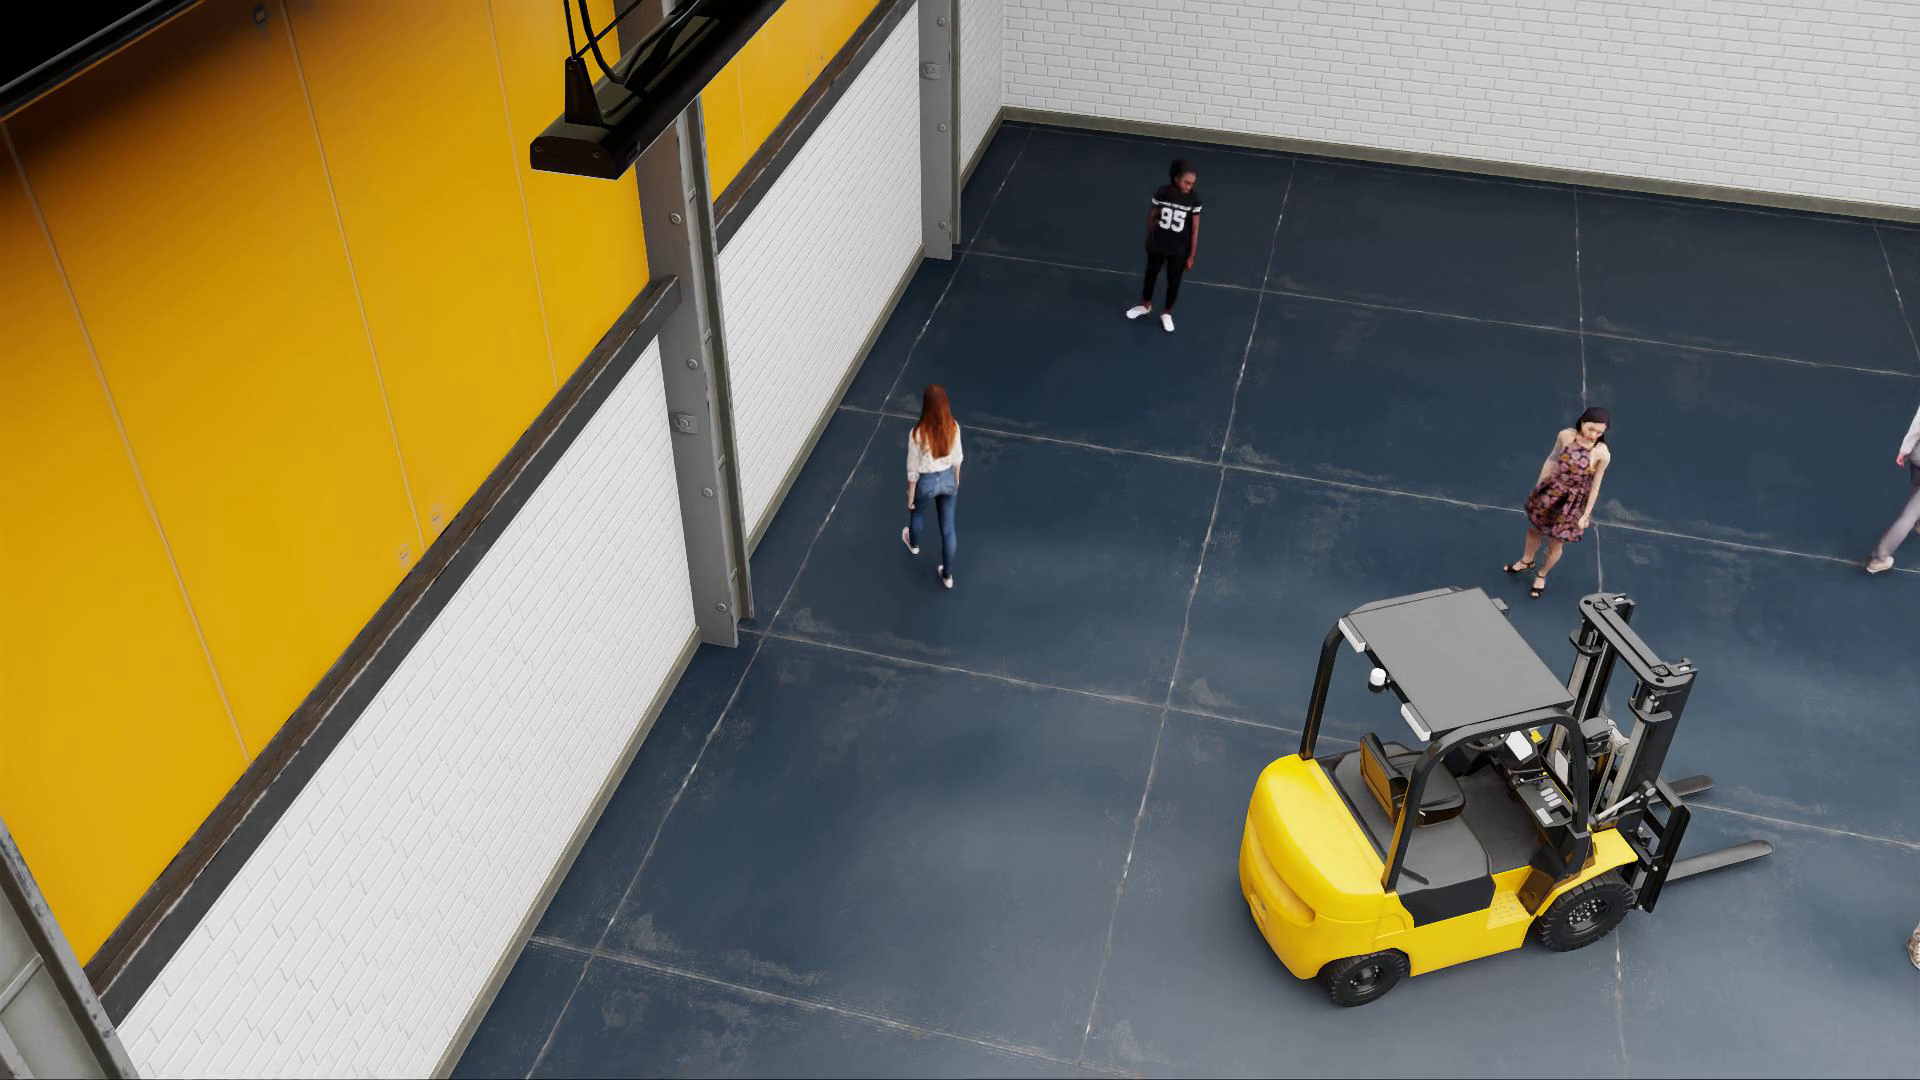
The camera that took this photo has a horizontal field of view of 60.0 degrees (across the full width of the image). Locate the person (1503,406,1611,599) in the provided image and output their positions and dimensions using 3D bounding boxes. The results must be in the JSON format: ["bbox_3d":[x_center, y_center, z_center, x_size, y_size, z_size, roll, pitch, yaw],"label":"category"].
[{"bbox_3d":[4.394,-0.283,12.177,0.874,1.745,0.847,-18,42,-21],"label":"person"}]

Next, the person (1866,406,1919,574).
[{"bbox_3d":[7.235,-0.556,12.404,1.279,1.888,1.191,-22,43,-25],"label":"person"}]

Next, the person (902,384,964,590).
[{"bbox_3d":[-0.158,-0.362,12.304,0.908,1.711,1.044,-11,40,-14],"label":"person"}]

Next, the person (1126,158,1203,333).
[{"bbox_3d":[1.900,-2.708,15.232,0.780,1.722,0.608,21,43,24],"label":"person"}]
